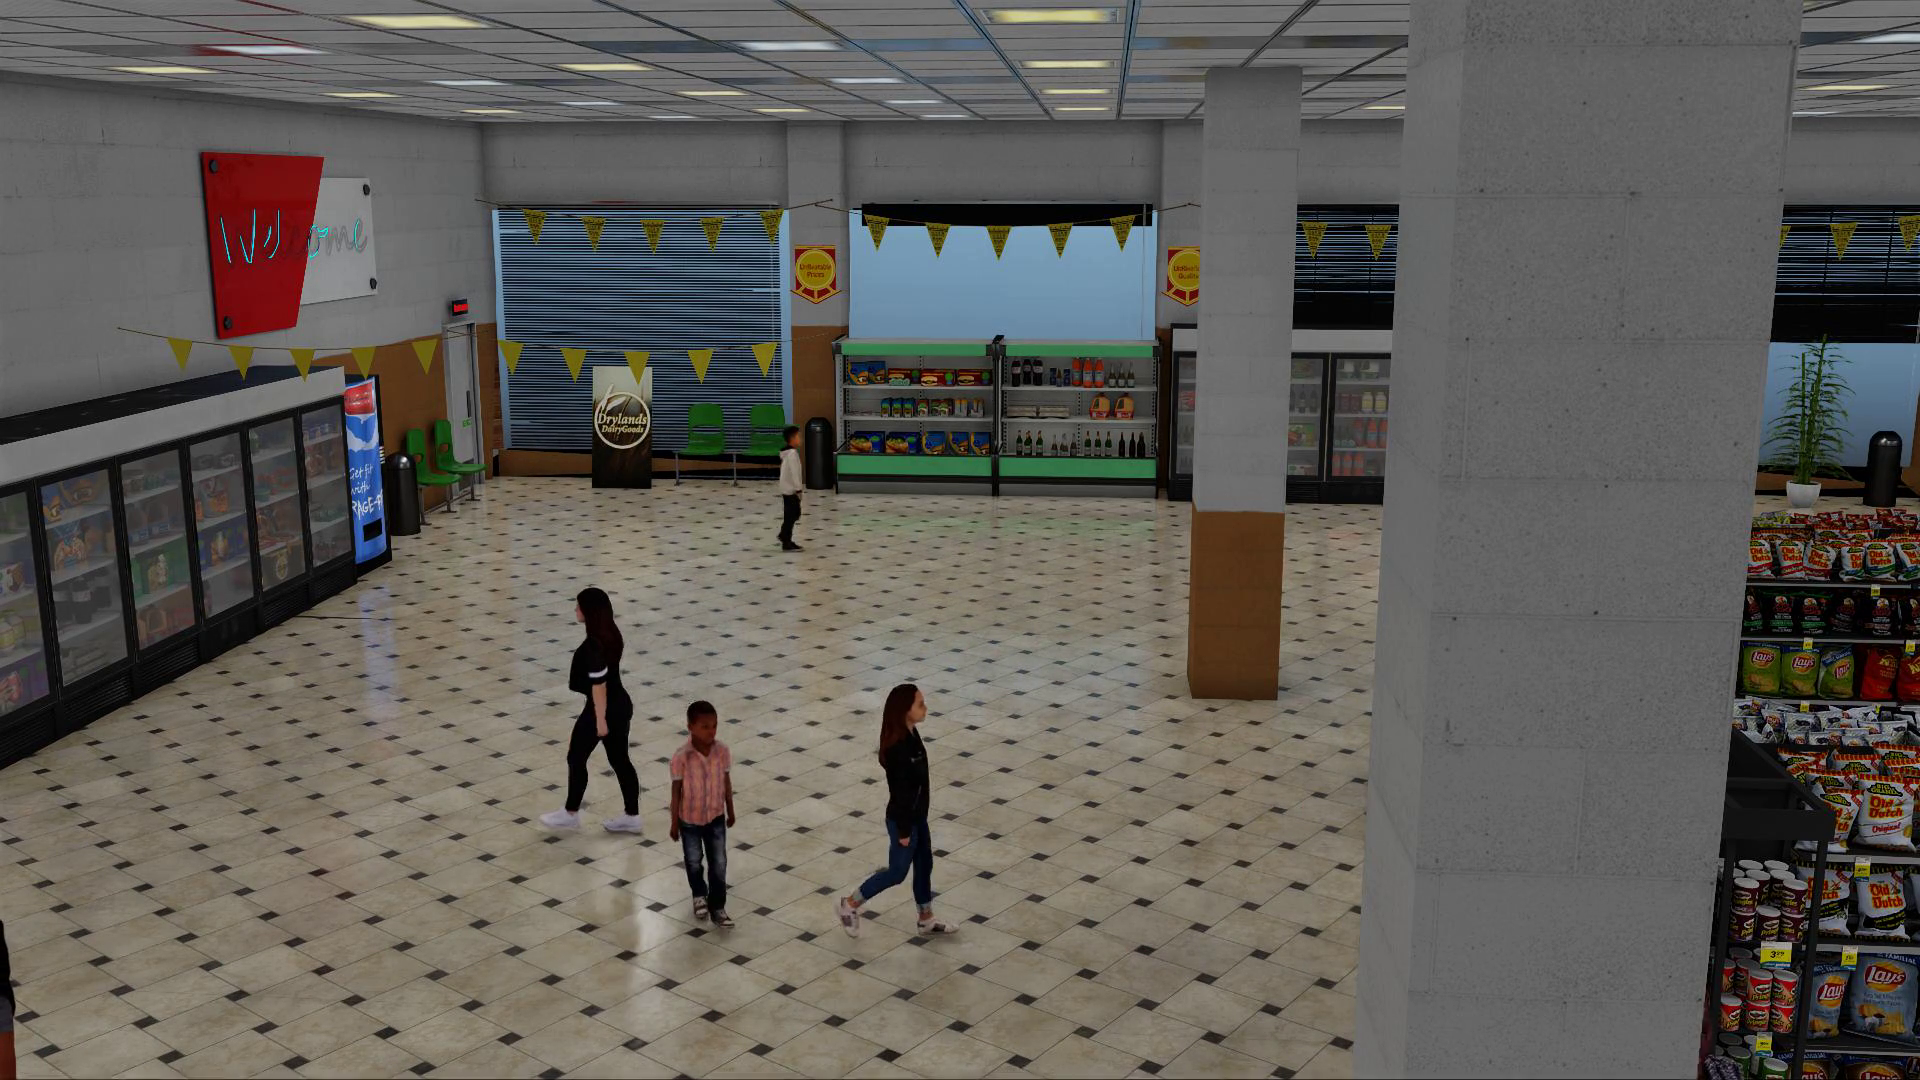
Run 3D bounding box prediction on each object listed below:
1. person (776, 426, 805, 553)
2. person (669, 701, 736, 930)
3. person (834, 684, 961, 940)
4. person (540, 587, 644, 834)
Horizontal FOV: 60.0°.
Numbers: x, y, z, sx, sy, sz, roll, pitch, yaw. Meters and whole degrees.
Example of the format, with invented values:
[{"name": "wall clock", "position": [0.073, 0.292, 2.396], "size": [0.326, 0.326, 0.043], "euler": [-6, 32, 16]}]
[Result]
[{"name": "person", "position": [-2.002, -0.577, 19.024], "size": [0.628, 1.442, 0.655], "euler": [-2, 12, -12]}, {"name": "person", "position": [-1.477, 1.521, 9.436], "size": [0.761, 1.286, 0.780], "euler": [-5, 13, -21]}, {"name": "person", "position": [-0.370, 1.503, 9.095], "size": [0.900, 1.463, 0.567], "euler": [1, 12, 6]}, {"name": "person", "position": [-2.187, 1.103, 10.618], "size": [0.896, 1.617, 0.644], "euler": [2, 12, 10]}]
